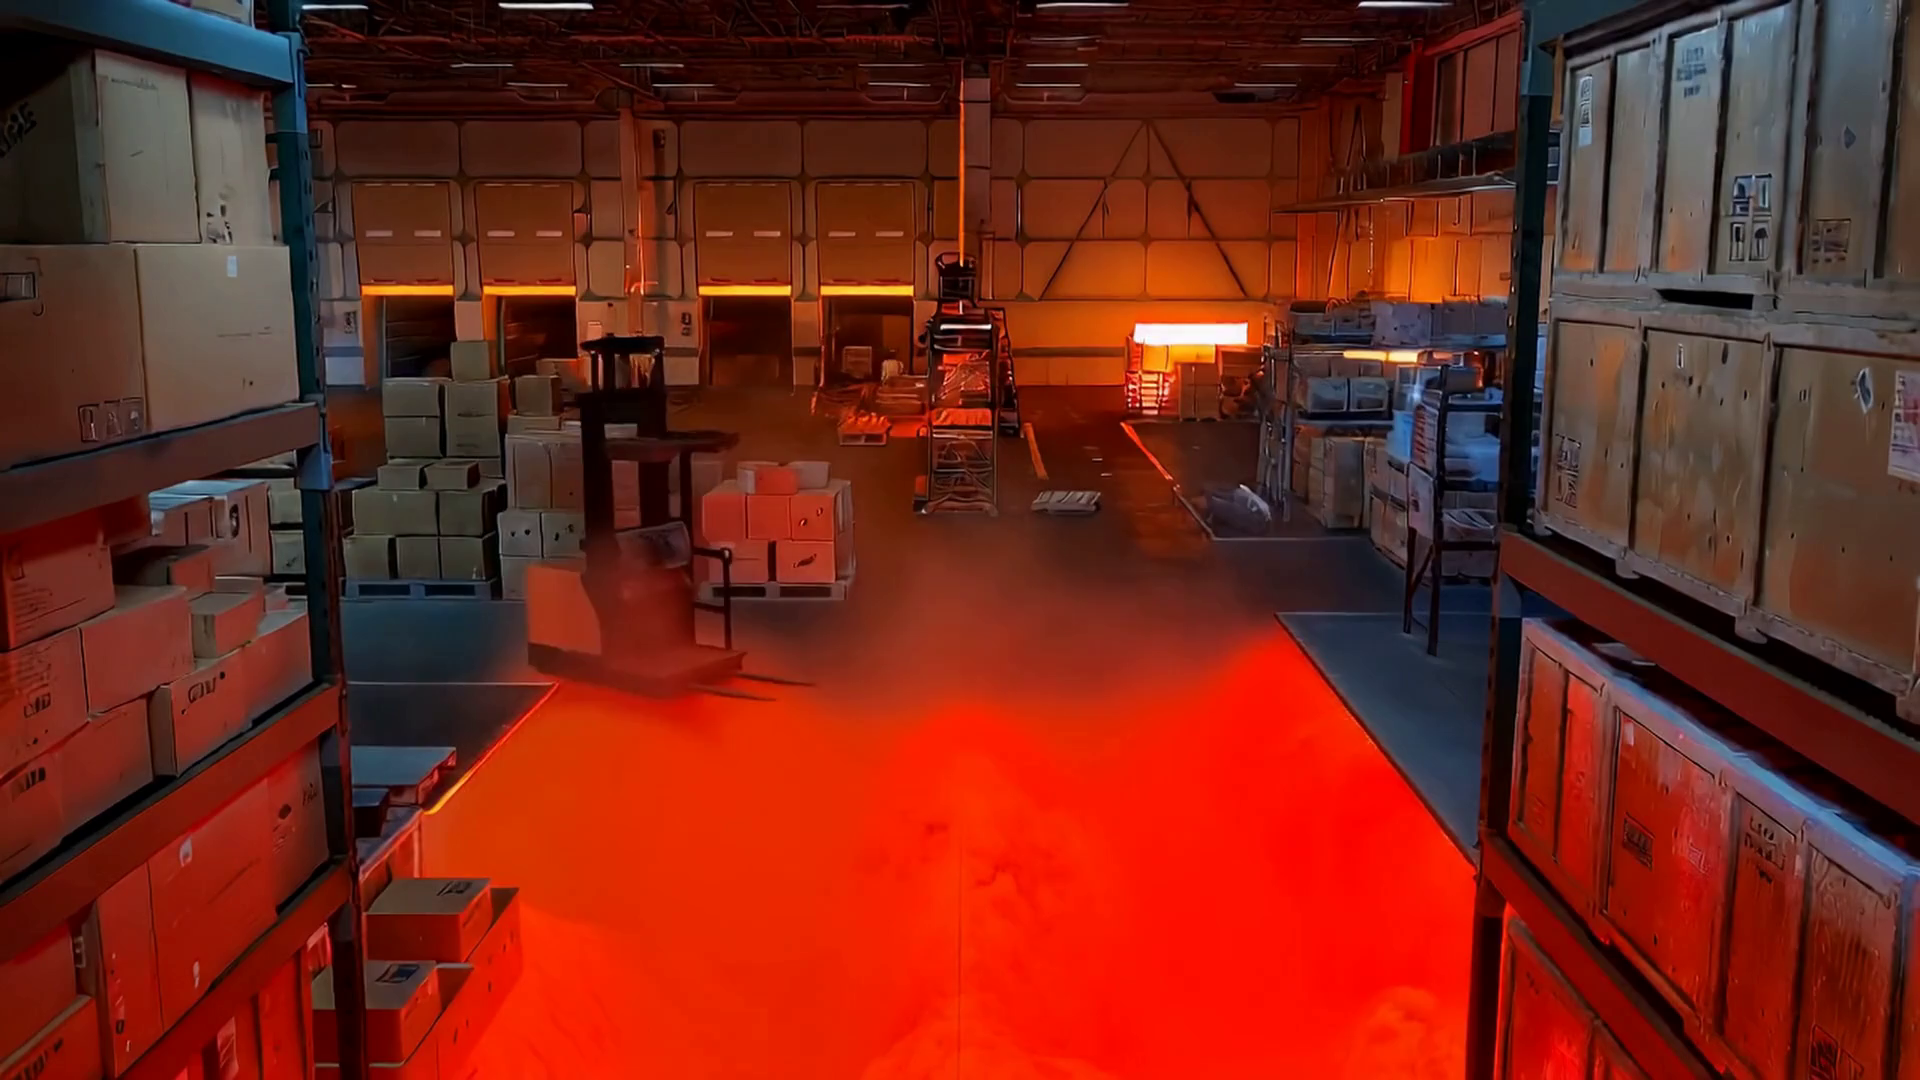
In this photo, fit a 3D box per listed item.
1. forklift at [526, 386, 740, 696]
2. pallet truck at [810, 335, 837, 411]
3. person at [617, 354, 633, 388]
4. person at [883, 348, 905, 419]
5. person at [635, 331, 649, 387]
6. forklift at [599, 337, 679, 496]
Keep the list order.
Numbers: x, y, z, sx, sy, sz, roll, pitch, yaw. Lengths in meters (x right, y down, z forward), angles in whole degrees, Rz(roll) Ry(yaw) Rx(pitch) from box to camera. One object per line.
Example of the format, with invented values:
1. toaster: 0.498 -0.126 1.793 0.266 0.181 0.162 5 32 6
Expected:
1. forklift: -3.244 -0.074 16.127 1.873 2.768 1.129 6 12 33
2. pallet truck: -3.021 -4.312 43.126 1.885 1.965 0.823 3 10 17
3. person: -7.615 -3.322 37.646 0.675 1.918 0.639 1 10 5
4. person: -1.554 -3.686 40.000 0.572 1.836 1.003 6 11 31
5. person: -9.004 -4.944 46.980 0.544 1.929 0.387 8 13 38
6. forklift: -5.067 -1.764 25.881 1.129 2.768 1.873 0 10 1
